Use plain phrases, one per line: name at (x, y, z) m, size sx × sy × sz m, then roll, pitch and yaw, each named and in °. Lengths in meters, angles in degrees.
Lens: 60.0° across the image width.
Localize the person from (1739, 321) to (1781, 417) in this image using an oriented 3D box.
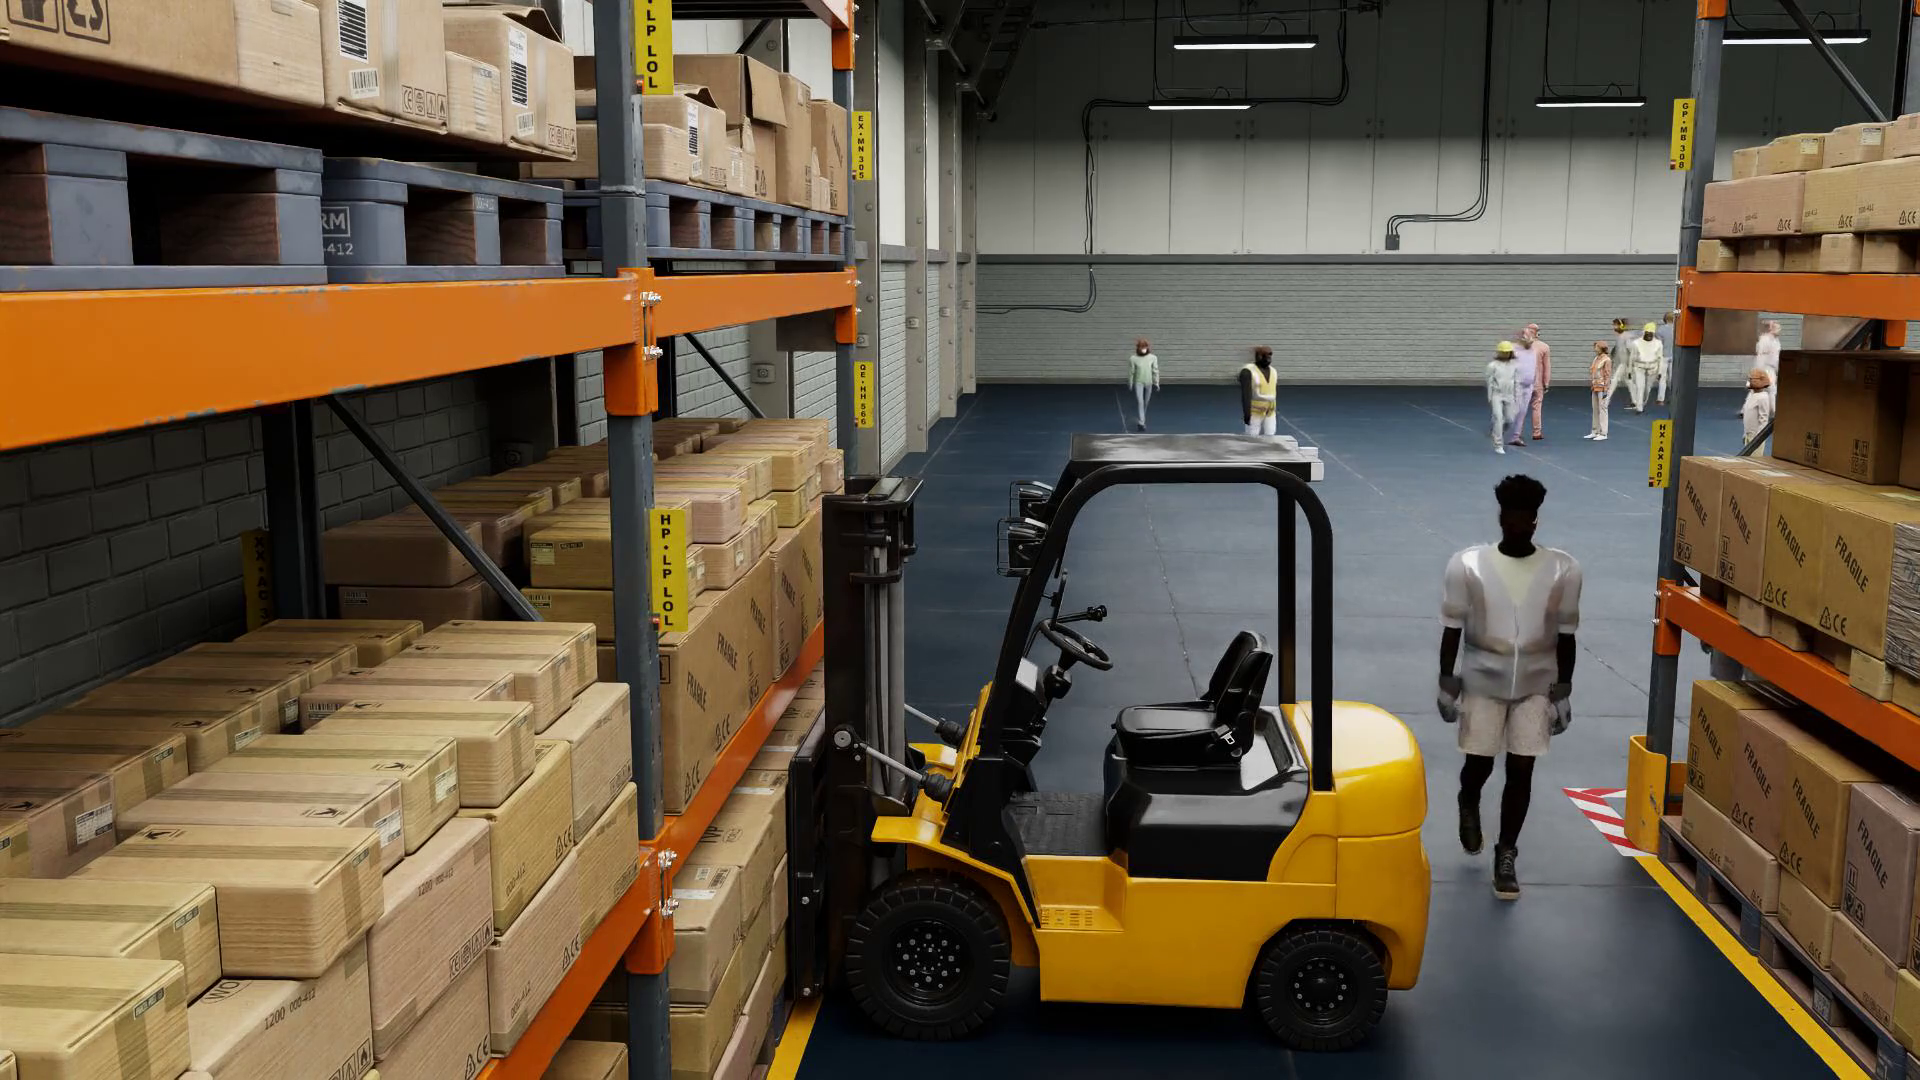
person at (14.902, -3.118, 30.700) m, size 0.982 × 1.867 × 0.644 m, roll 8°, pitch 12°, yaw 40°

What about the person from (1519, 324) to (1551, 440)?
person at (9.403, -2.604, 27.430) m, size 0.643 × 1.909 × 0.410 m, roll 5°, pitch 11°, yaw 29°

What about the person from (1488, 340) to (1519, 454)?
person at (8.302, -2.196, 25.498) m, size 0.490 × 1.730 × 0.502 m, roll -1°, pitch 9°, yaw -4°

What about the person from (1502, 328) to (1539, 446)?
person at (8.893, -2.421, 26.417) m, size 0.651 × 1.880 × 0.464 m, roll -5°, pitch 11°, yaw -28°

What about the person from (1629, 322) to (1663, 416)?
person at (13.144, -3.282, 31.911) m, size 0.604 × 1.802 × 0.847 m, roll 2°, pitch 10°, yaw 12°

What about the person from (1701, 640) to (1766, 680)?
person at (4.295, 0.533, 9.102) m, size 0.322 × 1.690 × 0.545 m, roll -3°, pitch 10°, yaw -18°

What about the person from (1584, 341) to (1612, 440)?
person at (10.514, -2.453, 27.328) m, size 0.308 × 1.636 × 0.524 m, roll -1°, pitch 9°, yaw -5°

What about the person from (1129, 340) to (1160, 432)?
person at (3.176, -2.680, 28.853) m, size 0.504 × 1.586 × 0.872 m, roll -2°, pitch 10°, yaw -11°

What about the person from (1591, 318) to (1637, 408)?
person at (13.177, -3.522, 33.279) m, size 0.995 × 1.802 × 0.548 m, roll 1°, pitch 9°, yaw 3°

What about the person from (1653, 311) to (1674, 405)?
person at (14.538, -3.733, 34.172) m, size 0.635 × 1.936 × 0.354 m, roll -1°, pitch 9°, yaw -5°

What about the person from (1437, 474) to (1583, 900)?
person at (2.515, 0.639, 7.674) m, size 0.602 × 1.944 × 0.593 m, roll 2°, pitch 10°, yaw 11°

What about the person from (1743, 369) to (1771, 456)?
person at (9.521, -1.235, 19.954) m, size 0.278 × 1.634 × 0.499 m, roll 1°, pitch 9°, yaw 7°

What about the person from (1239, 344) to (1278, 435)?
person at (3.992, -1.717, 22.321) m, size 0.636 × 1.818 × 0.727 m, roll -5°, pitch 11°, yaw -29°
